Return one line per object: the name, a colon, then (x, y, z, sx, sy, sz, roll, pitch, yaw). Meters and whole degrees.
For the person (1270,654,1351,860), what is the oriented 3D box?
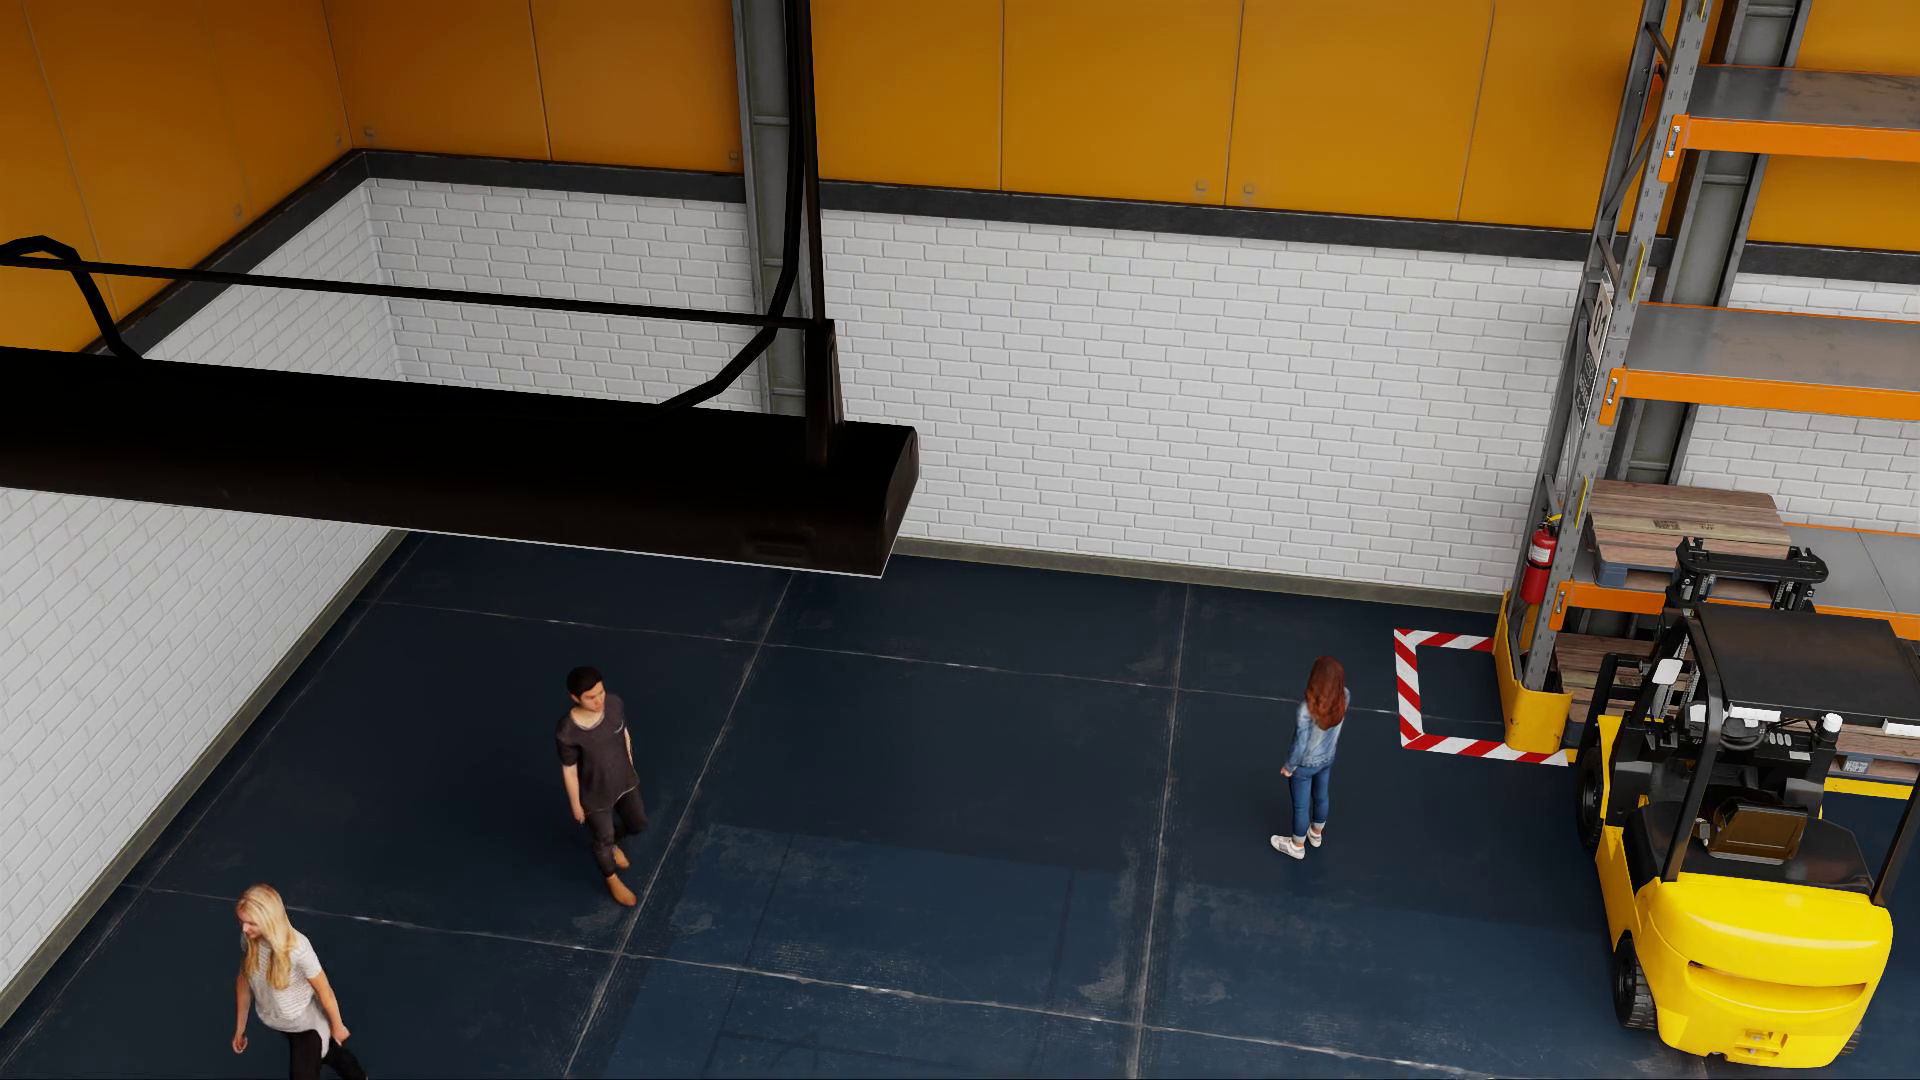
person: (2.110, 1.282, 9.910, 0.634, 1.477, 0.690, -22, 39, -29)

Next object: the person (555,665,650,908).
person: (-2.099, 1.357, 9.593, 0.864, 1.703, 0.802, 26, 41, 33)

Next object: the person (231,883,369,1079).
person: (-3.151, 2.277, 8.124, 0.995, 1.797, 0.867, 18, 38, 25)
